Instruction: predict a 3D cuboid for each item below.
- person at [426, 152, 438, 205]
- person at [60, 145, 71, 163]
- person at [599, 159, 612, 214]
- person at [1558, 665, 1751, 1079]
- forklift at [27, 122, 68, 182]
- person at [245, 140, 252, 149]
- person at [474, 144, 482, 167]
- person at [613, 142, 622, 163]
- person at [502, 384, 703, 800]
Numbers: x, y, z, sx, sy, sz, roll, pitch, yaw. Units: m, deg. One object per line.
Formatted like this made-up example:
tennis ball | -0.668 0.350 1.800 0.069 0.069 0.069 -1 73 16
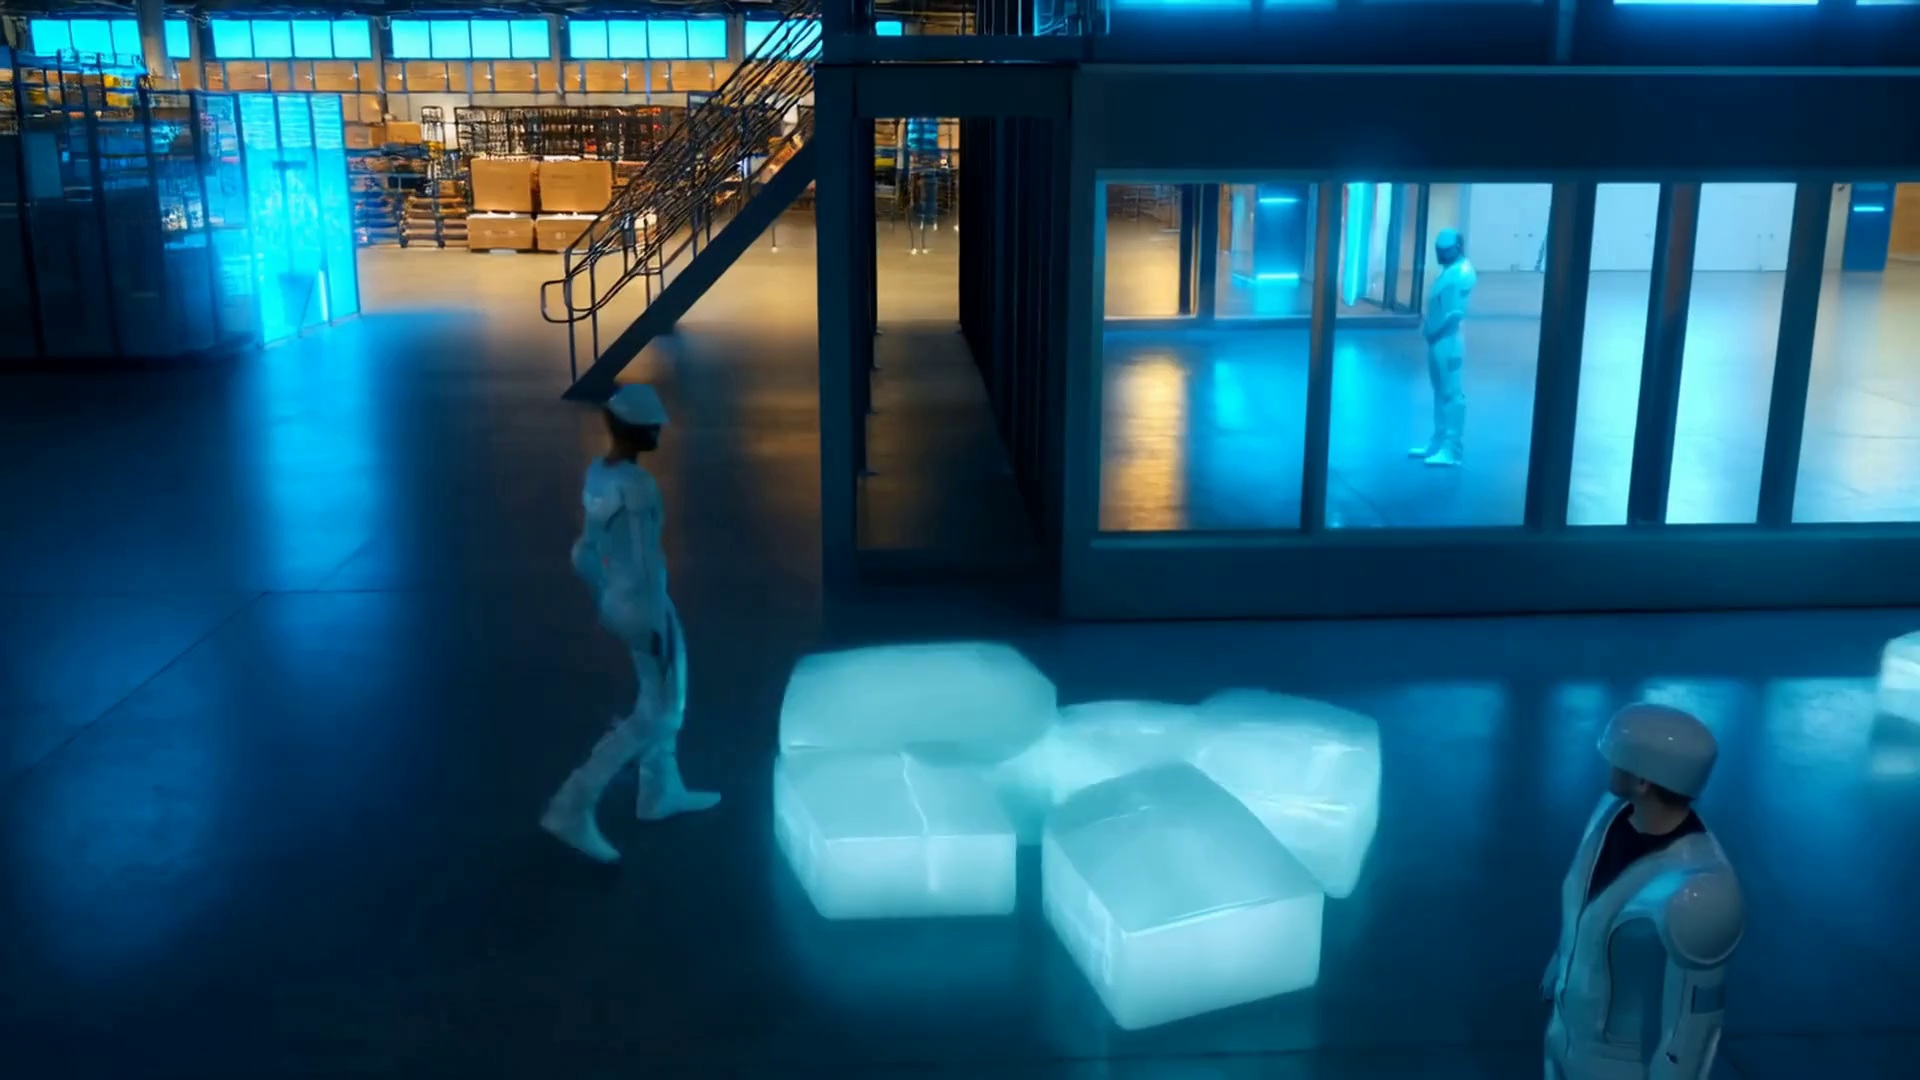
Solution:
person | -17.108 -11.647 53.950 0.334 1.864 0.521 0 14 0
person | -40.377 -16.922 75.104 0.404 1.827 0.589 0 14 0
person | -10.190 -10.045 47.749 0.329 1.764 0.524 0 14 0
person | 1.387 1.077 3.426 0.322 1.697 0.533 0 14 0
forklift | -35.376 -14.773 64.377 1.129 2.768 1.873 -1 14 -2
person | -36.761 -19.643 85.827 0.401 1.904 0.640 0 14 0
person | -25.094 -19.824 86.913 0.748 1.726 0.573 -11 18 -36
person | -15.794 -17.329 76.581 0.401 1.904 0.640 0 14 0
person | -1.513 0.222 6.814 0.869 1.710 0.530 -9 17 -32
